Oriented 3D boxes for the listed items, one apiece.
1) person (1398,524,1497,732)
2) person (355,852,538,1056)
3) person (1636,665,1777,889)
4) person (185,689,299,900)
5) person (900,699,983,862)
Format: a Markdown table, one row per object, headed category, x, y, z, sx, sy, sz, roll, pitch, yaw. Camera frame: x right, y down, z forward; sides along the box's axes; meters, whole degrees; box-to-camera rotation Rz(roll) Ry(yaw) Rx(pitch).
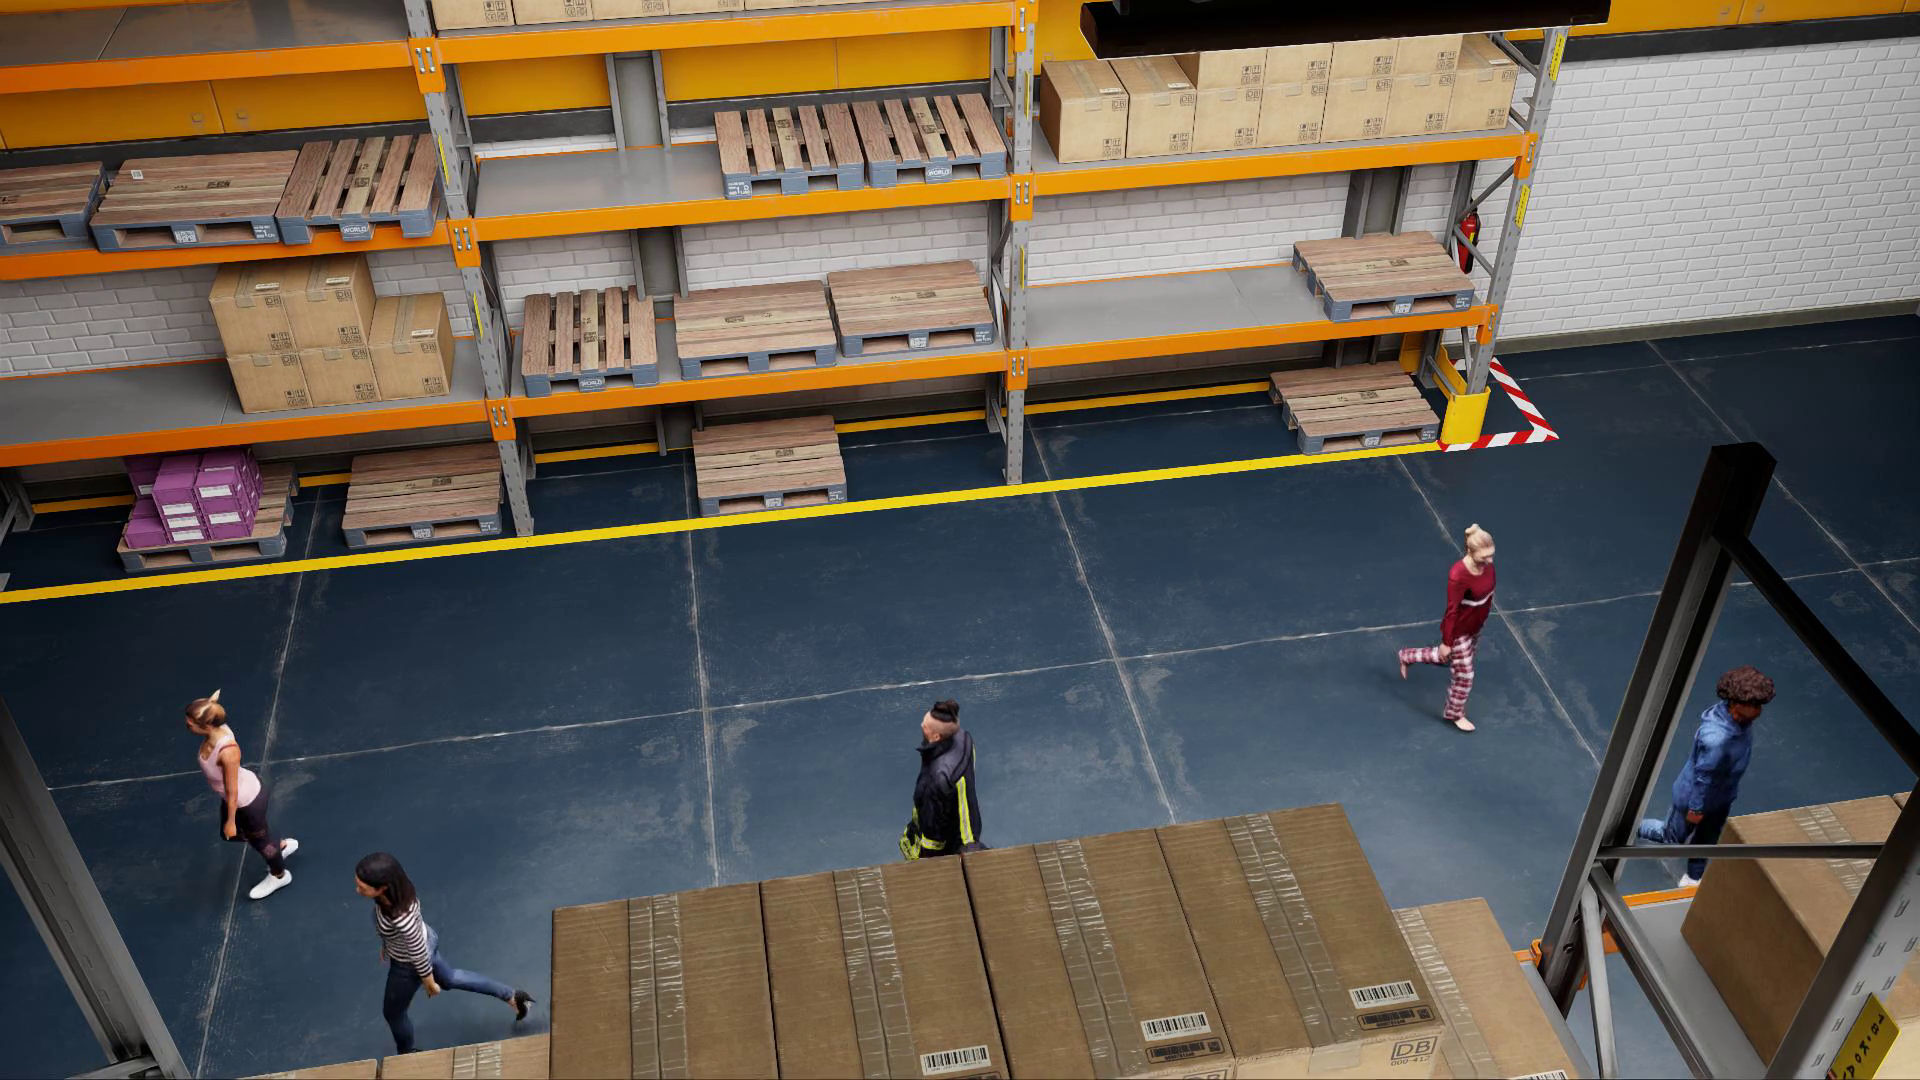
| category | x | y | z | sx | sy | sz | roll | pitch | yaw |
| --- | --- | --- | --- | --- | --- | --- | --- | --- | --- |
| person | 3.328 | 0.549 | 11.252 | 0.989 | 1.676 | 0.996 | -32 | 48 | -33 |
| person | -2.861 | 2.261 | 9.048 | 1.187 | 1.751 | 0.774 | -15 | 41 | -18 |
| person | 4.419 | 1.453 | 10.029 | 1.092 | 1.789 | 1.013 | -25 | 45 | -28 |
| person | -4.264 | 1.521 | 10.063 | 0.751 | 1.640 | 0.690 | -25 | 45 | -28 |
| person | -0.012 | 1.665 | 9.715 | 0.988 | 1.850 | 0.921 | 8 | 39 | 9 |
